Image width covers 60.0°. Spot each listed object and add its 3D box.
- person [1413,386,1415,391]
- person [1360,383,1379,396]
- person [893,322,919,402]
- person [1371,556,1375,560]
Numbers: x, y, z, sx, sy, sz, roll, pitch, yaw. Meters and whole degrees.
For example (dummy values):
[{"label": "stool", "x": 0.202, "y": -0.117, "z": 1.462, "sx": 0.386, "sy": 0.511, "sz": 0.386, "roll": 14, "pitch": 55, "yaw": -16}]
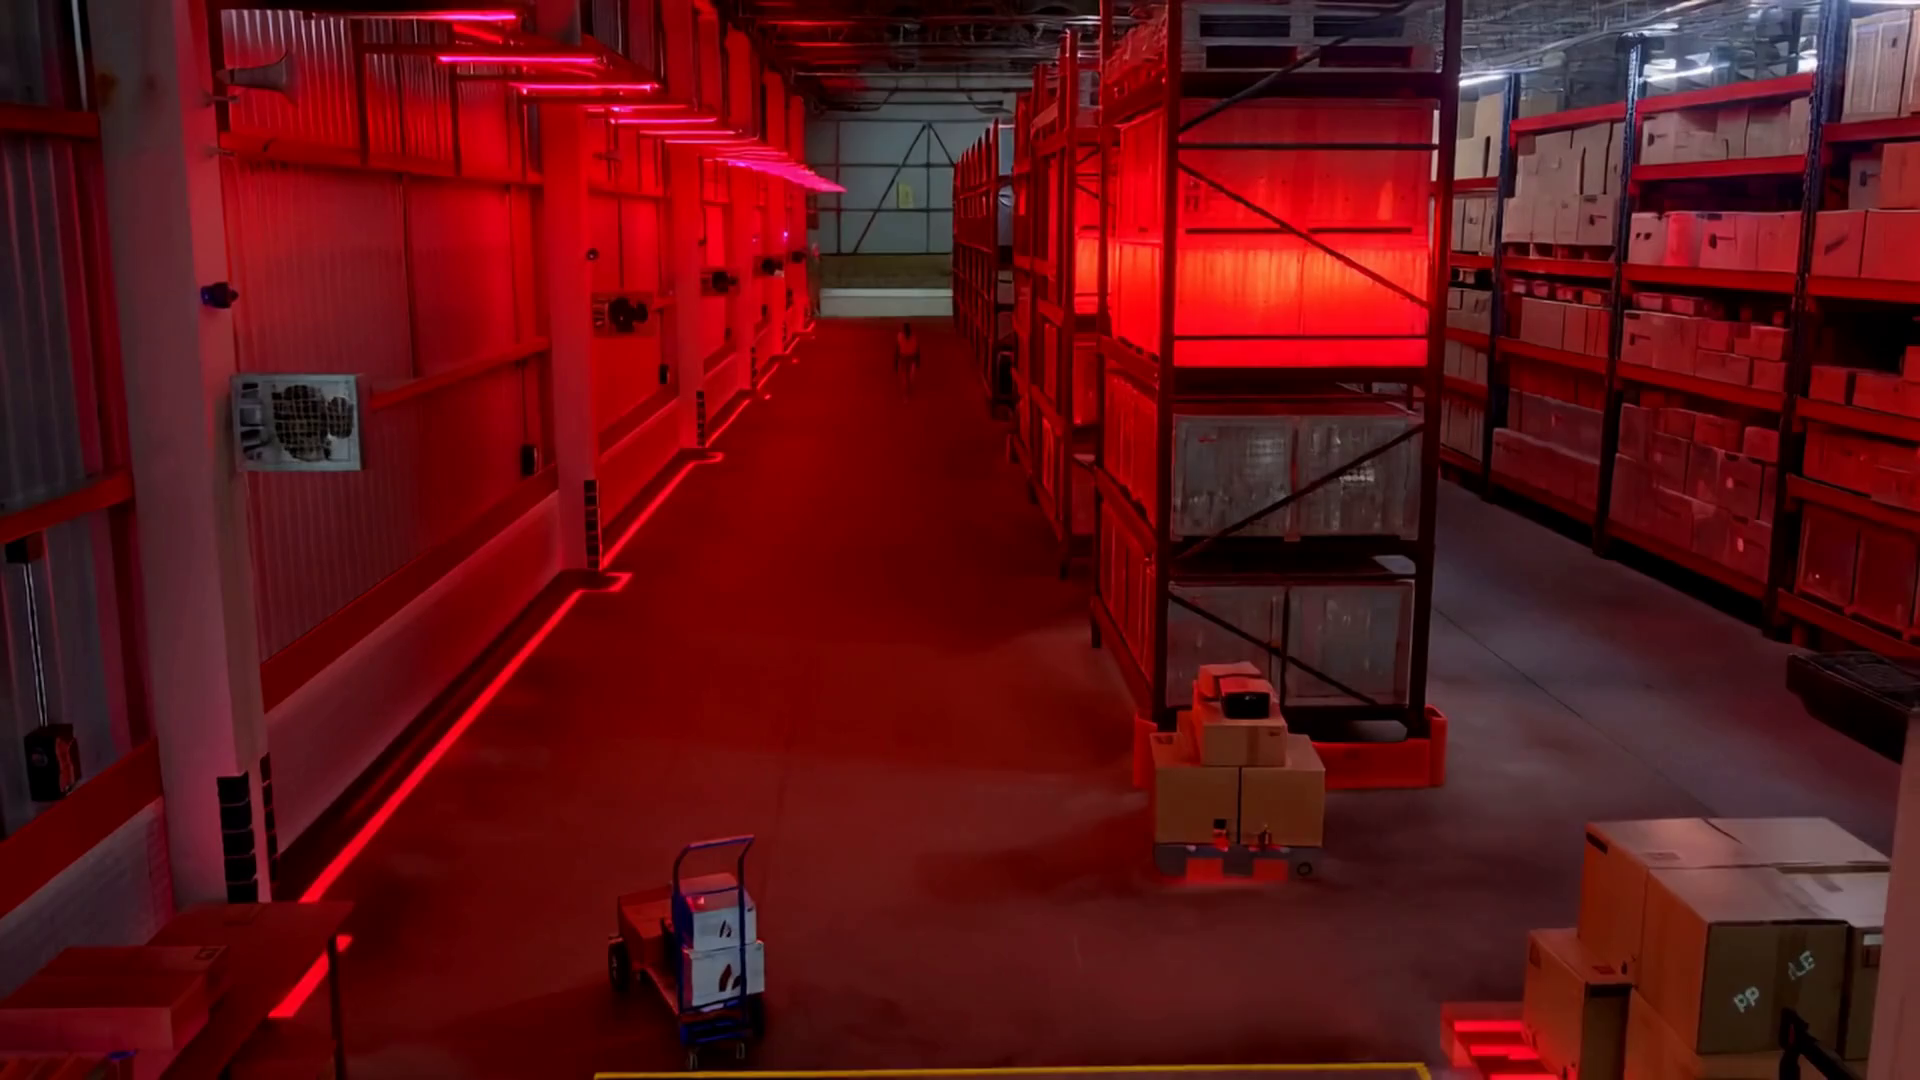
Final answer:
[{"label": "person", "x": 8.712, "y": -2.751, "z": 30.933, "sx": 0.581, "sy": 1.827, "sz": 0.569, "roll": -2, "pitch": 11, "yaw": -12}, {"label": "person", "x": 6.781, "y": -2.167, "z": 27.634, "sx": 0.372, "sy": 1.916, "sz": 0.597, "roll": 3, "pitch": 11, "yaw": 14}, {"label": "person", "x": -1.185, "y": -3.989, "z": 37.370, "sx": 0.642, "sy": 1.815, "sz": 0.711, "roll": -3, "pitch": 11, "yaw": -16}, {"label": "person", "x": 3.739, "y": 0.209, "z": 16.101, "sx": 0.535, "sy": 1.583, "sz": 0.880, "roll": -10, "pitch": 15, "yaw": -41}]
